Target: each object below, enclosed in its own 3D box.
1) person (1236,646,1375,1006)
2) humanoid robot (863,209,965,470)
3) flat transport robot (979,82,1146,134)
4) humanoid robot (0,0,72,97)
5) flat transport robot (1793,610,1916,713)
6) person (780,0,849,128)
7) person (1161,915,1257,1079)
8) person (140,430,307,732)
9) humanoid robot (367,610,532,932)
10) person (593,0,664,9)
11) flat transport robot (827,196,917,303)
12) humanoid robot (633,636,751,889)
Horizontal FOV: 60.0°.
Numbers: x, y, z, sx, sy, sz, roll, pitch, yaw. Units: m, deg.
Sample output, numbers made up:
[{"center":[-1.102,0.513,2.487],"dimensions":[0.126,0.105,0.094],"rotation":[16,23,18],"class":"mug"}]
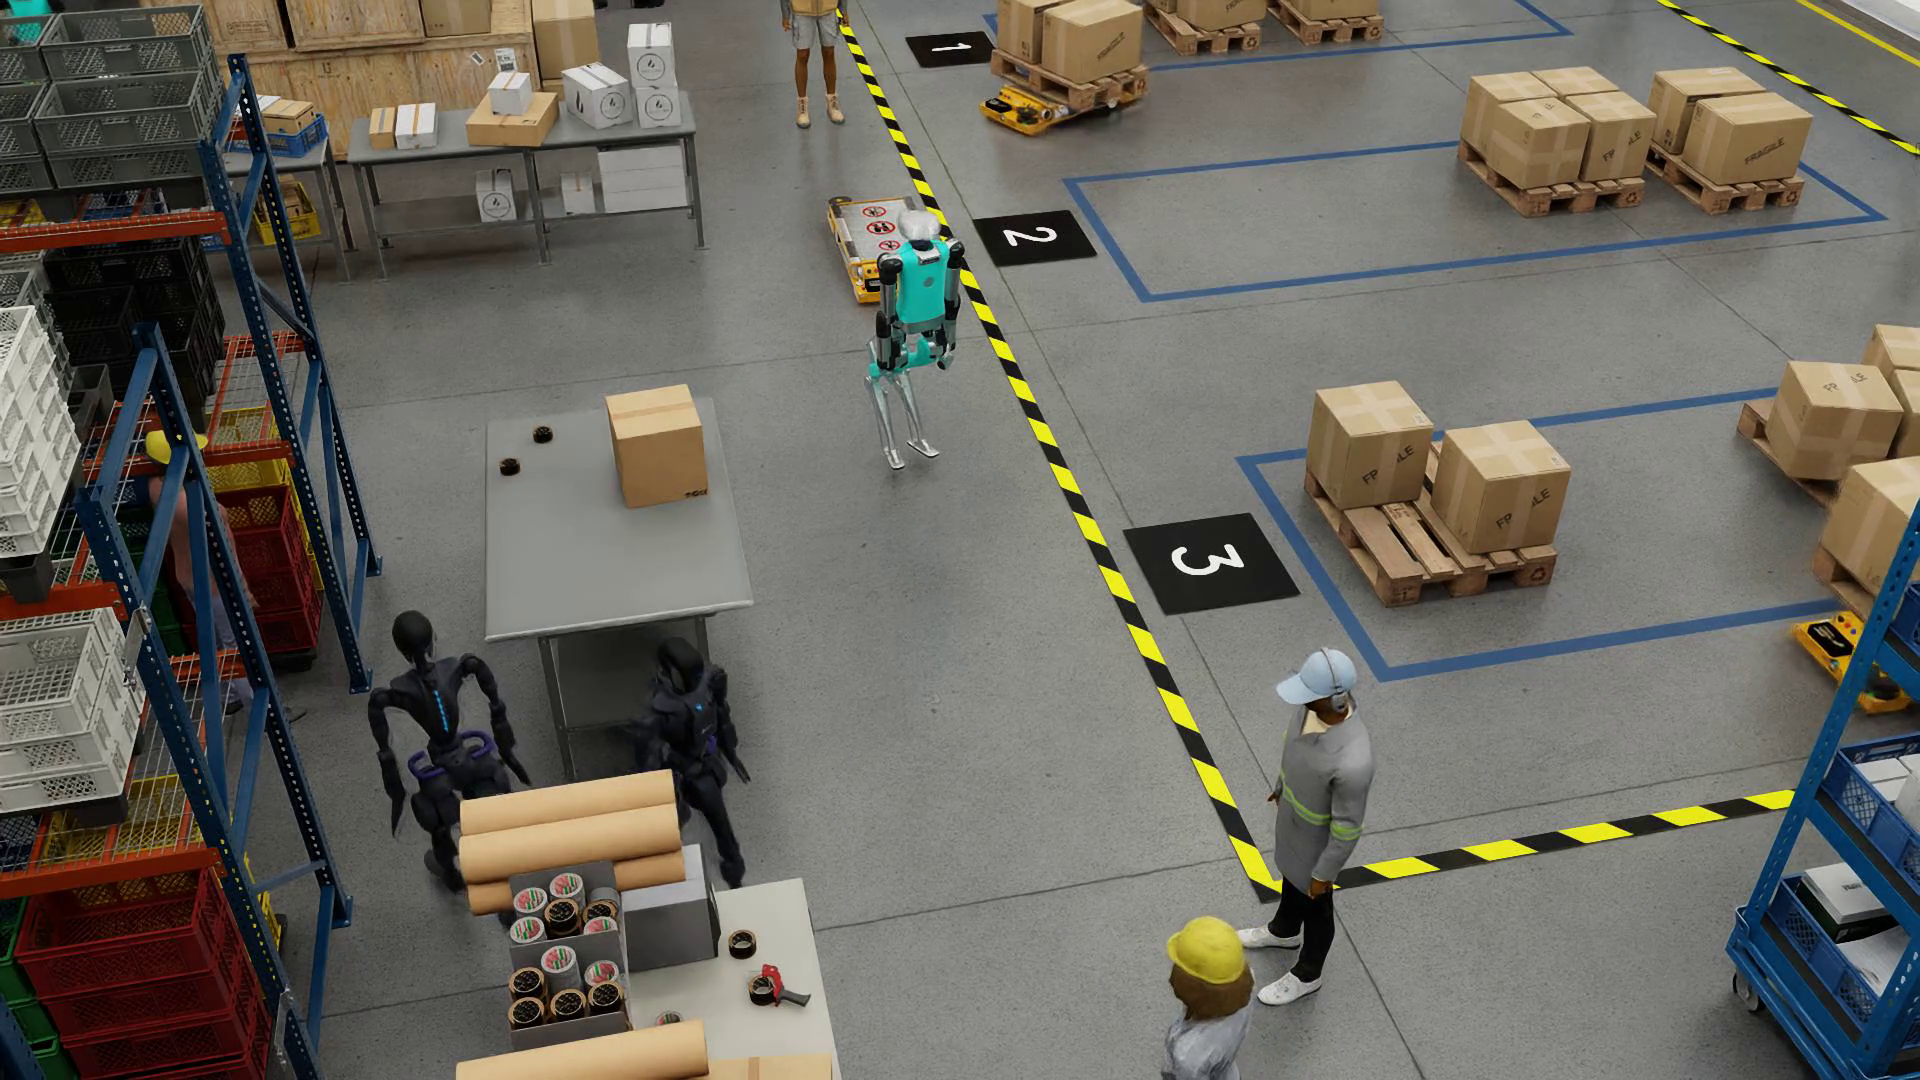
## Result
[{"center":[1.381,1.145,6.692],"dimensions":[0.396,1.848,0.587],"rotation":[-6,37,-7],"class":"person"},{"center":[-0.344,-1.243,9.886],"dimensions":[0.533,1.672,0.735],"rotation":[-19,41,-23],"class":"humanoid robot"},{"center":[0.929,-3.998,14.904],"dimensions":[1.431,0.197,0.652],"rotation":[-26,44,-30],"class":"flat transport robot"},{"center":[-7.277,-3.618,13.181],"dimensions":[0.561,1.733,1.009],"rotation":[0,37,0],"class":"humanoid robot"},{"center":[5.268,0.533,8.815],"dimensions":[1.431,0.197,0.652],"rotation":[-8,37,-10],"class":"flat transport robot"},{"center":[-1.234,-4.540,14.170],"dimensions":[0.606,2.045,0.372],"rotation":[-9,38,-12],"class":"person"},{"center":[0.805,1.919,5.739],"dimensions":[0.319,1.740,0.491],"rotation":[18,40,23],"class":"person"},{"center":[-3.606,0.179,8.058],"dimensions":[0.521,1.768,0.310],"rotation":[25,43,30],"class":"person"},{"center":[-2.162,0.988,7.065],"dimensions":[0.610,1.620,0.700],"rotation":[-24,43,-28],"class":"humanoid robot"},{"center":[-3.516,-6.238,16.564],"dimensions":[0.862,1.901,0.546],"rotation":[-11,38,-14],"class":"person"},{"center":[-0.570,-2.220,12.538],"dimensions":[0.659,0.231,1.431],"rotation":[-8,37,-10],"class":"flat transport robot"},{"center":[-1.191,1.006,7.064],"dimensions":[0.753,1.628,0.613],"rotation":[23,42,27],"class":"humanoid robot"}]
